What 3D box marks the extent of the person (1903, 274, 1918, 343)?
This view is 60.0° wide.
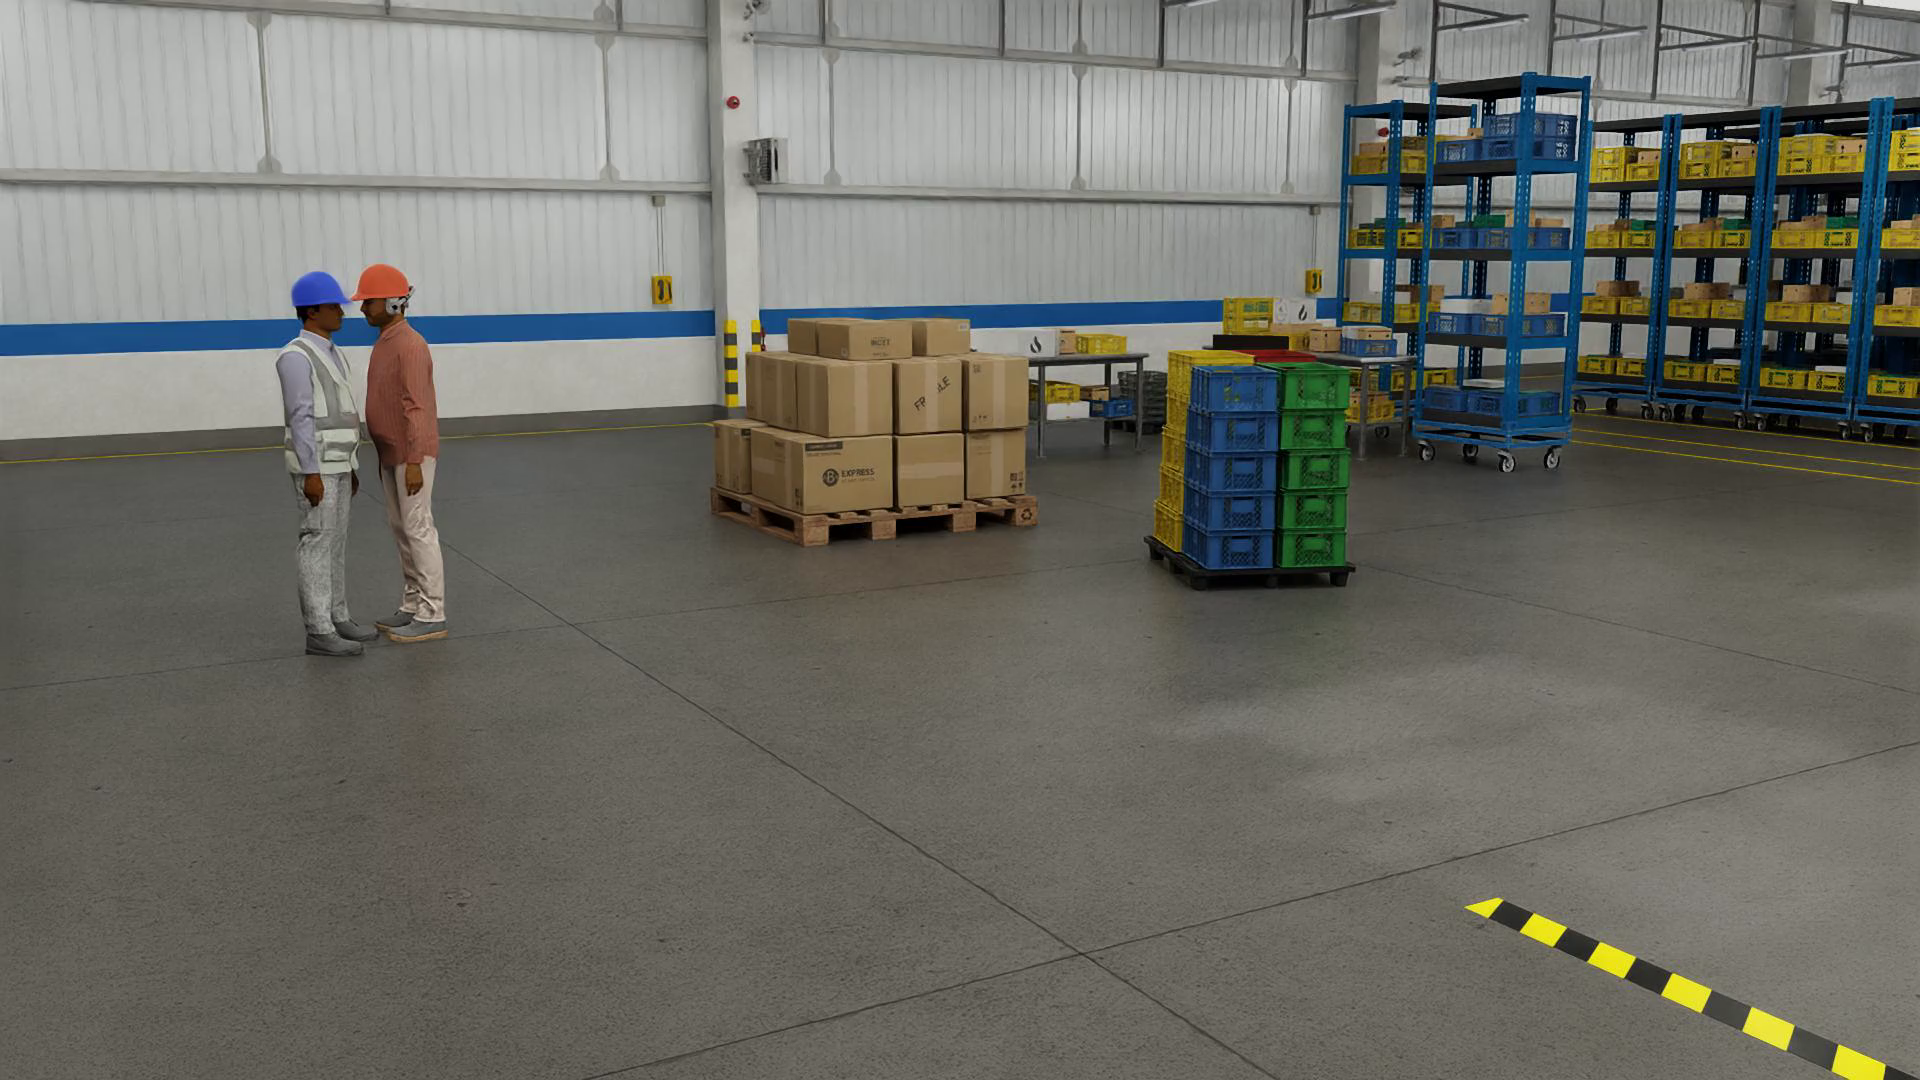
[{"bbox_3d":[16.070,-3.737,27.915,1.009,1.782,0.586,-4,11,-22],"label":"person"}]

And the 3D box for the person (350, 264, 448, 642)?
[{"bbox_3d":[-2.970,-0.455,8.800,0.402,1.987,0.608,-8,13,-37],"label":"person"}]

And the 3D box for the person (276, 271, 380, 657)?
[{"bbox_3d":[-3.249,-0.388,8.503,0.380,1.951,0.603,-1,10,-3],"label":"person"}]
